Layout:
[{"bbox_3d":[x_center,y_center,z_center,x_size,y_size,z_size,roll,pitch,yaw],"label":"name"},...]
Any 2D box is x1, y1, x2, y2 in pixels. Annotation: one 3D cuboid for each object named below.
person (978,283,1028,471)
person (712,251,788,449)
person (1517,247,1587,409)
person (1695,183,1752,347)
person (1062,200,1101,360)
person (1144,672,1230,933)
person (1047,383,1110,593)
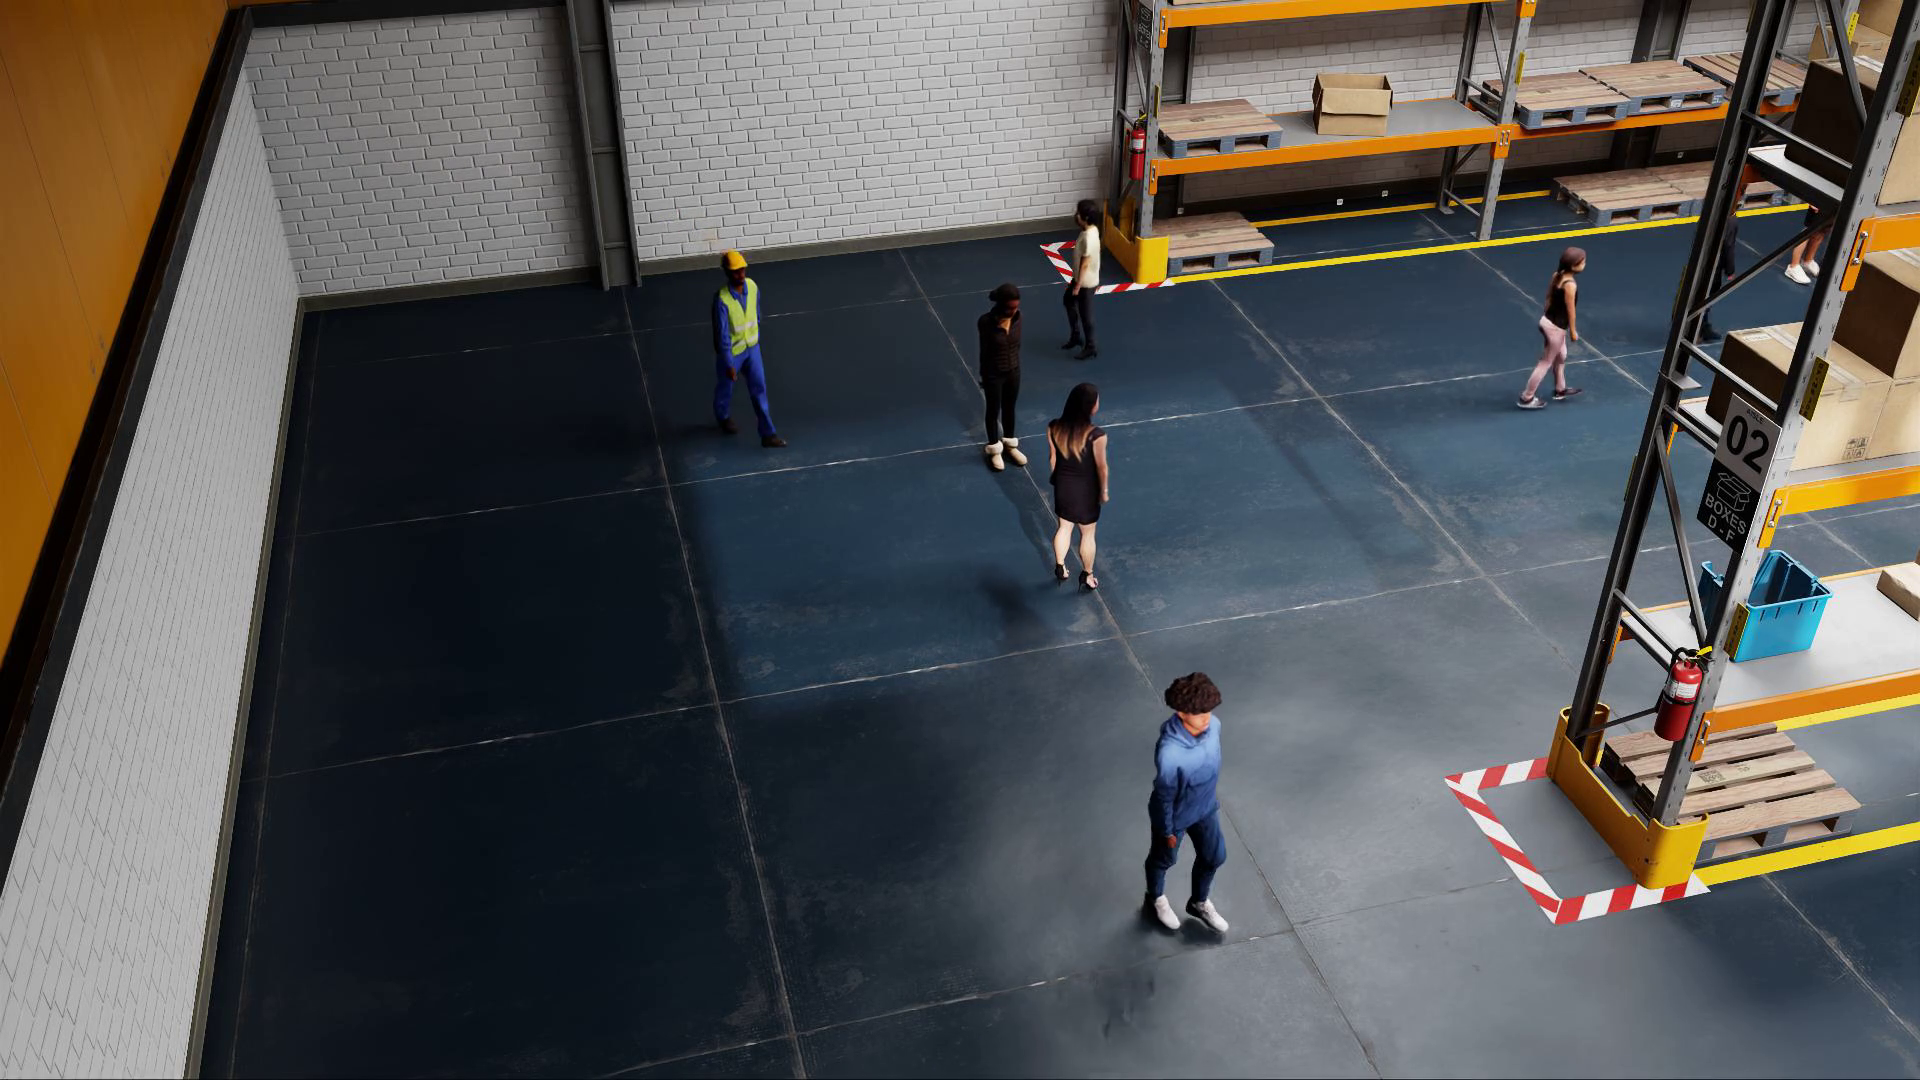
[{"bbox_3d":[0.341,-1.415,13.998,0.689,1.654,0.619,22,39,29],"label":"person"},{"bbox_3d":[-1.947,-1.654,14.246,1.200,1.778,1.101,-28,43,-35],"label":"person"},{"bbox_3d":[5.220,-1.864,14.781,0.901,1.536,0.659,-2,34,-3],"label":"person"},{"bbox_3d":[7.012,-2.632,15.736,0.843,1.758,0.764,4,34,5],"label":"person"},{"bbox_3d":[1.239,-2.422,15.581,0.656,1.579,0.662,0,34,0],"label":"person"},{"bbox_3d":[1.221,1.470,9.529,0.823,1.797,0.900,-25,41,-32],"label":"person"},{"bbox_3d":[0.876,-0.378,12.386,0.756,1.712,0.809,20,38,27],"label":"person"}]
